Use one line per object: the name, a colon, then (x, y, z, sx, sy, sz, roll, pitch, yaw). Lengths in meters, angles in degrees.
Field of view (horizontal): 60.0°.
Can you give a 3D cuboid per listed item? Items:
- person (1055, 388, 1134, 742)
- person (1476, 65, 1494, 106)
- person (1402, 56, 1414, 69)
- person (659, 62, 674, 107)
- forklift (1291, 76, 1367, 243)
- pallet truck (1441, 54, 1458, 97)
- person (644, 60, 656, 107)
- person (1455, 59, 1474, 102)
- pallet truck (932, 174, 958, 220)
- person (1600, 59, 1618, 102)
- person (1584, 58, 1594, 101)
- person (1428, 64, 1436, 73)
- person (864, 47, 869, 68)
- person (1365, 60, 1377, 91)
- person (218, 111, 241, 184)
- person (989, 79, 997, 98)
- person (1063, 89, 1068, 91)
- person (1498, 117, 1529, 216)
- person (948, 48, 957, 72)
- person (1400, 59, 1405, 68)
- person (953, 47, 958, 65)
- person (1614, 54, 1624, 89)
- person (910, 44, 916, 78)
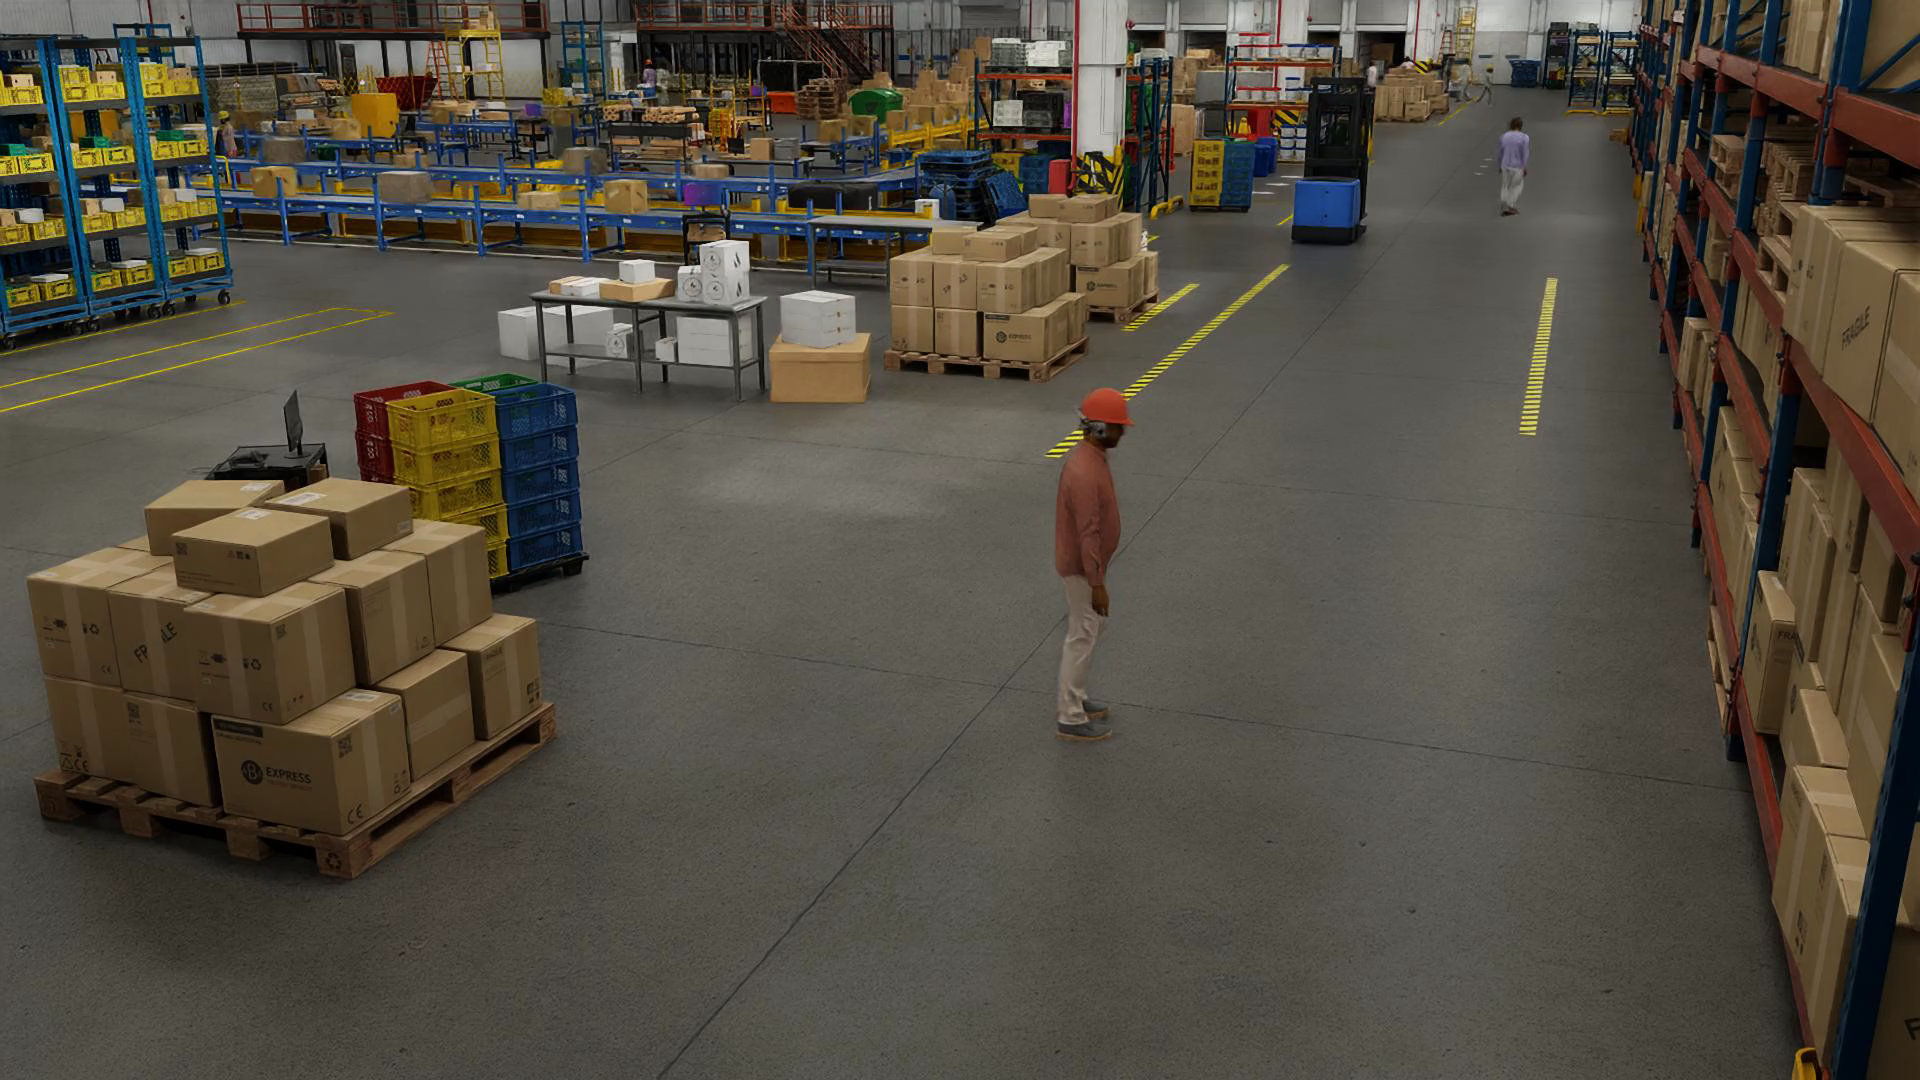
person: (0.721, 0.148, 9.149, 0.412, 1.982, 0.700, 2, 18, 8)
person: (22.483, -19.399, 71.017, 0.492, 1.713, 0.718, -13, 22, -36)
person: (21.361, -22.194, 79.597, 0.644, 1.835, 0.430, -5, 18, -15)
person: (-12.350, -19.218, 70.200, 0.854, 1.852, 0.612, 10, 20, 29)
forklift: (6.598, -6.755, 29.381, 1.129, 2.768, 1.873, 6, 19, 19)
pallet truck: (22.765, -21.886, 78.355, 0.823, 1.965, 1.885, -4, 18, -14)
person: (-12.468, -18.232, 66.828, 0.393, 2.038, 0.606, 15, 23, 38)
person: (22.569, -20.473, 74.077, 0.981, 1.891, 0.647, -1, 18, -4)
pallet truck: (-0.507, -5.292, 27.348, 0.653, 1.274, 1.630, 6, 19, 19)
person: (28.954, -20.430, 73.966, 0.603, 1.885, 0.777, -7, 19, -22)
person: (28.204, -20.586, 74.428, 0.533, 1.900, 0.620, 7, 19, 21)
person: (19.736, -18.906, 69.286, 0.574, 1.829, 0.802, -16, 24, -41)
person: (-5.699, -28.746, 100.165, 0.429, 1.844, 0.623, 7, 19, 21)
person: (17.713, -19.606, 71.342, 0.743, 1.911, 0.634, 14, 23, 38)
person: (-16.564, -8.826, 37.706, 0.318, 1.764, 0.522, -11, 21, -31)
person: (1.444, -17.565, 64.857, 0.638, 1.949, 0.961, -14, 22, -37)
person: (3.134, -12.721, 50.058, 0.543, 1.681, 0.594, 8, 19, 23)
person: (10.942, -7.368, 32.859, 0.546, 1.921, 0.661, -16, 24, -41)
person: (-0.440, -26.314, 92.392, 0.567, 1.918, 0.652, 4, 18, 13)
person: (21.970, -22.925, 82.100, 0.552, 1.687, 0.350, -8, 19, -23)
person: (-0.153, -27.694, 96.754, 0.646, 1.902, 0.610, 7, 19, 21)
person: (31.926, -22.513, 80.488, 0.563, 1.891, 0.954, -3, 18, -10)
person: (-2.869, -29.047, 100.857, 0.374, 1.995, 0.622, -2, 18, -7)
